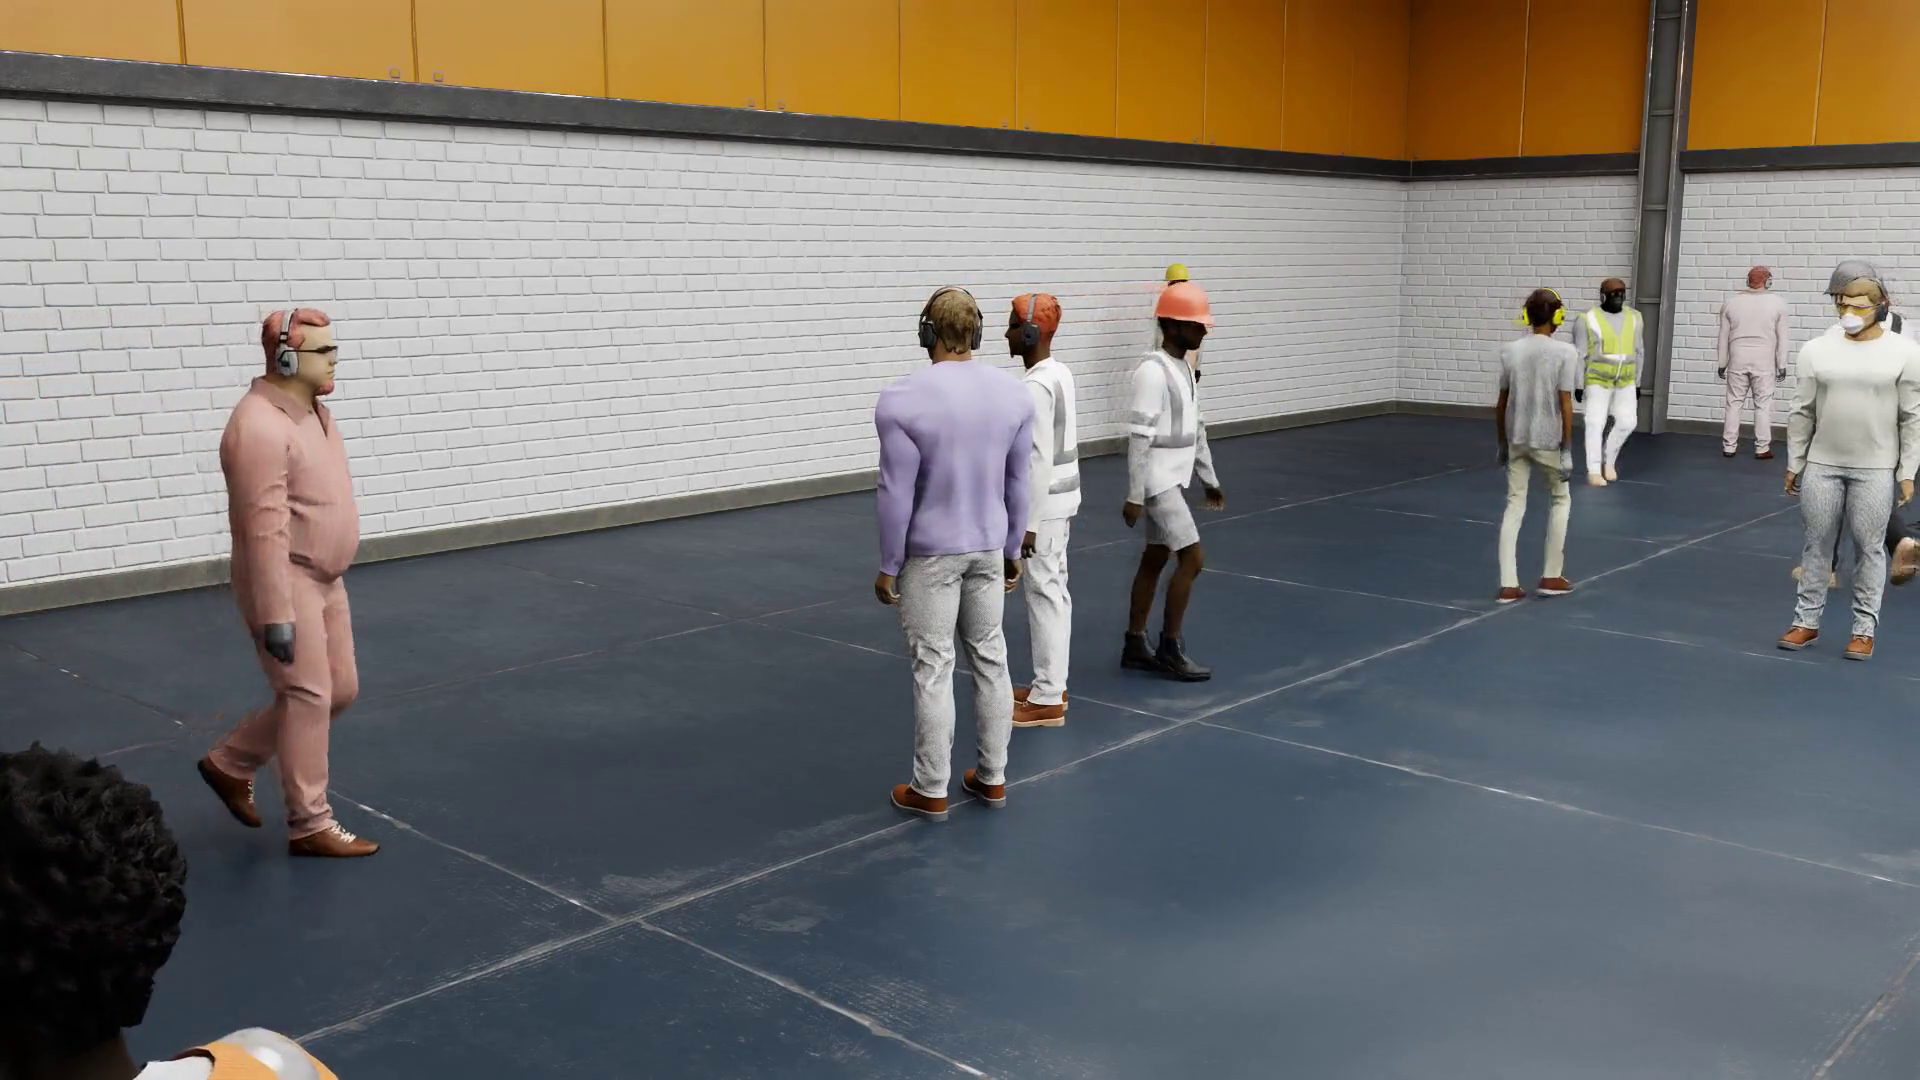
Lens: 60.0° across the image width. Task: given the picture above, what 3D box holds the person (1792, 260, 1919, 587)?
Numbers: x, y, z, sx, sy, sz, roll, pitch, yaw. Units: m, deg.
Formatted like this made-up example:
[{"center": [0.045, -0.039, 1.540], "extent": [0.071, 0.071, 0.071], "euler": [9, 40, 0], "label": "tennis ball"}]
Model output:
[{"center": [5.431, -0.696, 10.044], "extent": [0.691, 2.000, 0.710], "euler": [-3, 10, -18], "label": "person"}]

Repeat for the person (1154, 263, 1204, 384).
[{"center": [2.096, -1.706, 16.114], "extent": [0.589, 1.927, 0.388], "euler": [-6, 12, -31], "label": "person"}]

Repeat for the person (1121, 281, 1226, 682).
[{"center": [1.055, -0.275, 8.000], "extent": [0.647, 1.910, 0.562], "euler": [4, 11, 20], "label": "person"}]

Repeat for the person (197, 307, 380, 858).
[{"center": [-2.312, 0.162, 5.621], "extent": [0.569, 1.888, 0.662], "euler": [0, 10, -1], "label": "person"}]

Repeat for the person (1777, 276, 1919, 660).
[{"center": [4.521, -0.363, 8.442], "extent": [0.635, 1.936, 0.352], "euler": [9, 14, 43], "label": "person"}]

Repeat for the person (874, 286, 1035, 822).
[{"center": [-0.029, 0.055, 6.060], "extent": [0.632, 1.939, 0.368], "euler": [-6, 12, -30], "label": "person"}]

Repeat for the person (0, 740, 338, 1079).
[{"center": [-0.694, 0.998, 1.399], "extent": [0.320, 1.691, 0.523], "euler": [3, 10, 16], "label": "person"}]

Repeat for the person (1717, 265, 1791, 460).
[{"center": [7.834, -1.750, 16.431], "extent": [0.652, 1.906, 0.403], "euler": [7, 12, 36], "label": "person"}]

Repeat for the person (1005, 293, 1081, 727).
[{"center": [0.339, -0.125, 7.242], "extent": [0.359, 1.883, 0.573], "euler": [2, 10, 13], "label": "person"}]

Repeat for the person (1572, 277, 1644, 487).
[{"center": [5.646, -1.372, 14.500], "extent": [0.648, 1.823, 0.453], "euler": [-1, 10, -3], "label": "person"}]

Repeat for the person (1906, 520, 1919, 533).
[{"center": [7.102, -0.916, 11.922], "extent": [0.403, 1.826, 0.591], "euler": [-2, 10, -12], "label": "person"}]

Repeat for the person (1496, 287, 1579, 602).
[{"center": [3.440, -0.559, 9.846], "extent": [0.541, 1.840, 0.753], "euler": [10, 14, 44], "label": "person"}]
